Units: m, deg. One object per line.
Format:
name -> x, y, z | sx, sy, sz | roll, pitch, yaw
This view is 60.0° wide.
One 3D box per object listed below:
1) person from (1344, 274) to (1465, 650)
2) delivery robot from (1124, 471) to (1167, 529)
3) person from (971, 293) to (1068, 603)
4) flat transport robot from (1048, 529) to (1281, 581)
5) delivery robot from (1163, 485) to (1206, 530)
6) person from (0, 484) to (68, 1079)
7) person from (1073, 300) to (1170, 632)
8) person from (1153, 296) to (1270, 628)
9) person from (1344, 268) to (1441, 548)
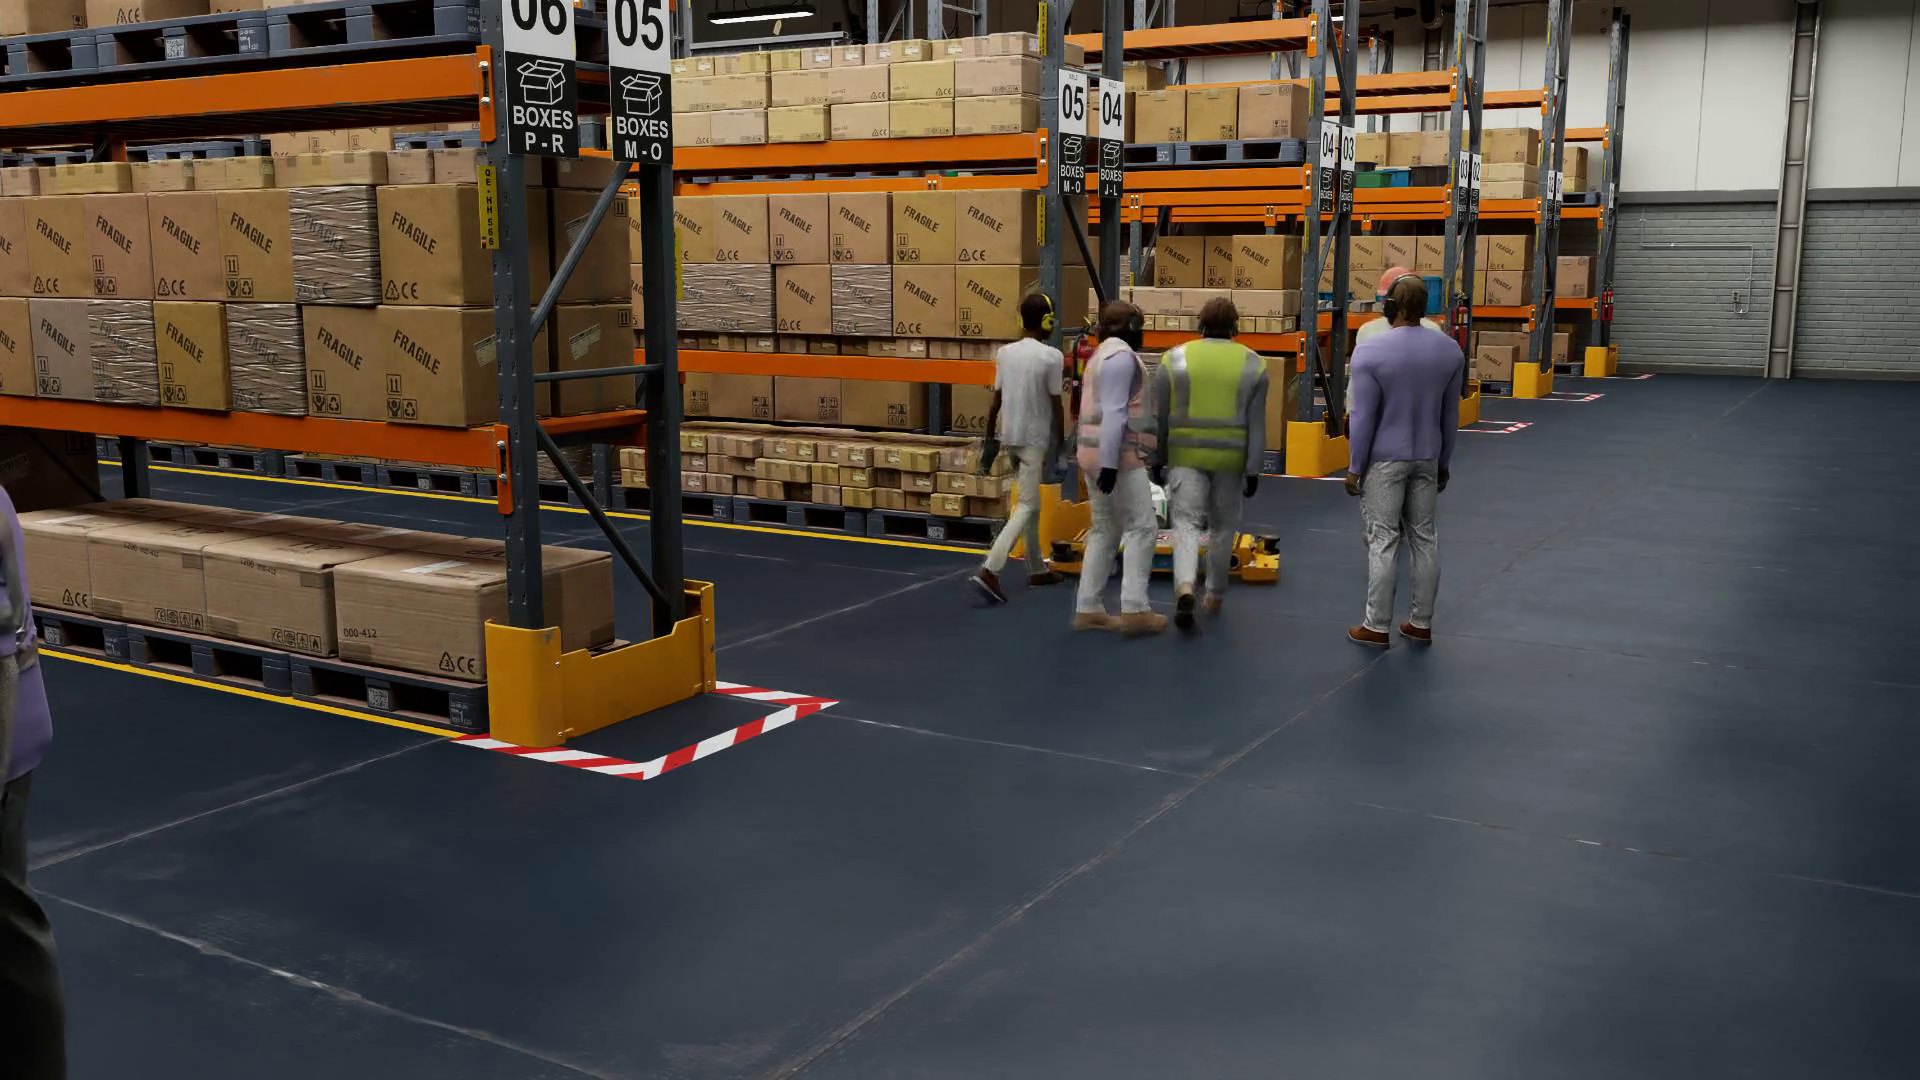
person -> 2.277, -0.398, 8.611 | 0.631, 1.940, 0.372 | -3, 10, -17
delivery robot -> 1.240, -0.233, 11.419 | 0.477, 0.478, 0.707 | 1, 10, 5
person -> 0.355, -0.559, 9.912 | 0.542, 1.831, 0.916 | 9, 13, 44
flat transport robot -> 1.326, 0.079, 10.697 | 1.431, 0.197, 0.652 | 2, 10, 13
delivery robot -> 1.736, -0.317, 11.910 | 0.477, 0.478, 0.707 | 6, 12, 32
person -> -2.191, 0.464, 3.615 | 0.383, 1.922, 0.587 | -7, 12, -36
person -> 0.879, -0.397, 9.034 | 0.585, 1.792, 0.703 | -2, 10, -9
person -> 1.373, -0.427, 9.171 | 0.645, 1.820, 0.835 | 1, 10, 6
person -> 2.922, -0.865, 11.333 | 0.653, 1.940, 0.970 | 7, 12, 36
